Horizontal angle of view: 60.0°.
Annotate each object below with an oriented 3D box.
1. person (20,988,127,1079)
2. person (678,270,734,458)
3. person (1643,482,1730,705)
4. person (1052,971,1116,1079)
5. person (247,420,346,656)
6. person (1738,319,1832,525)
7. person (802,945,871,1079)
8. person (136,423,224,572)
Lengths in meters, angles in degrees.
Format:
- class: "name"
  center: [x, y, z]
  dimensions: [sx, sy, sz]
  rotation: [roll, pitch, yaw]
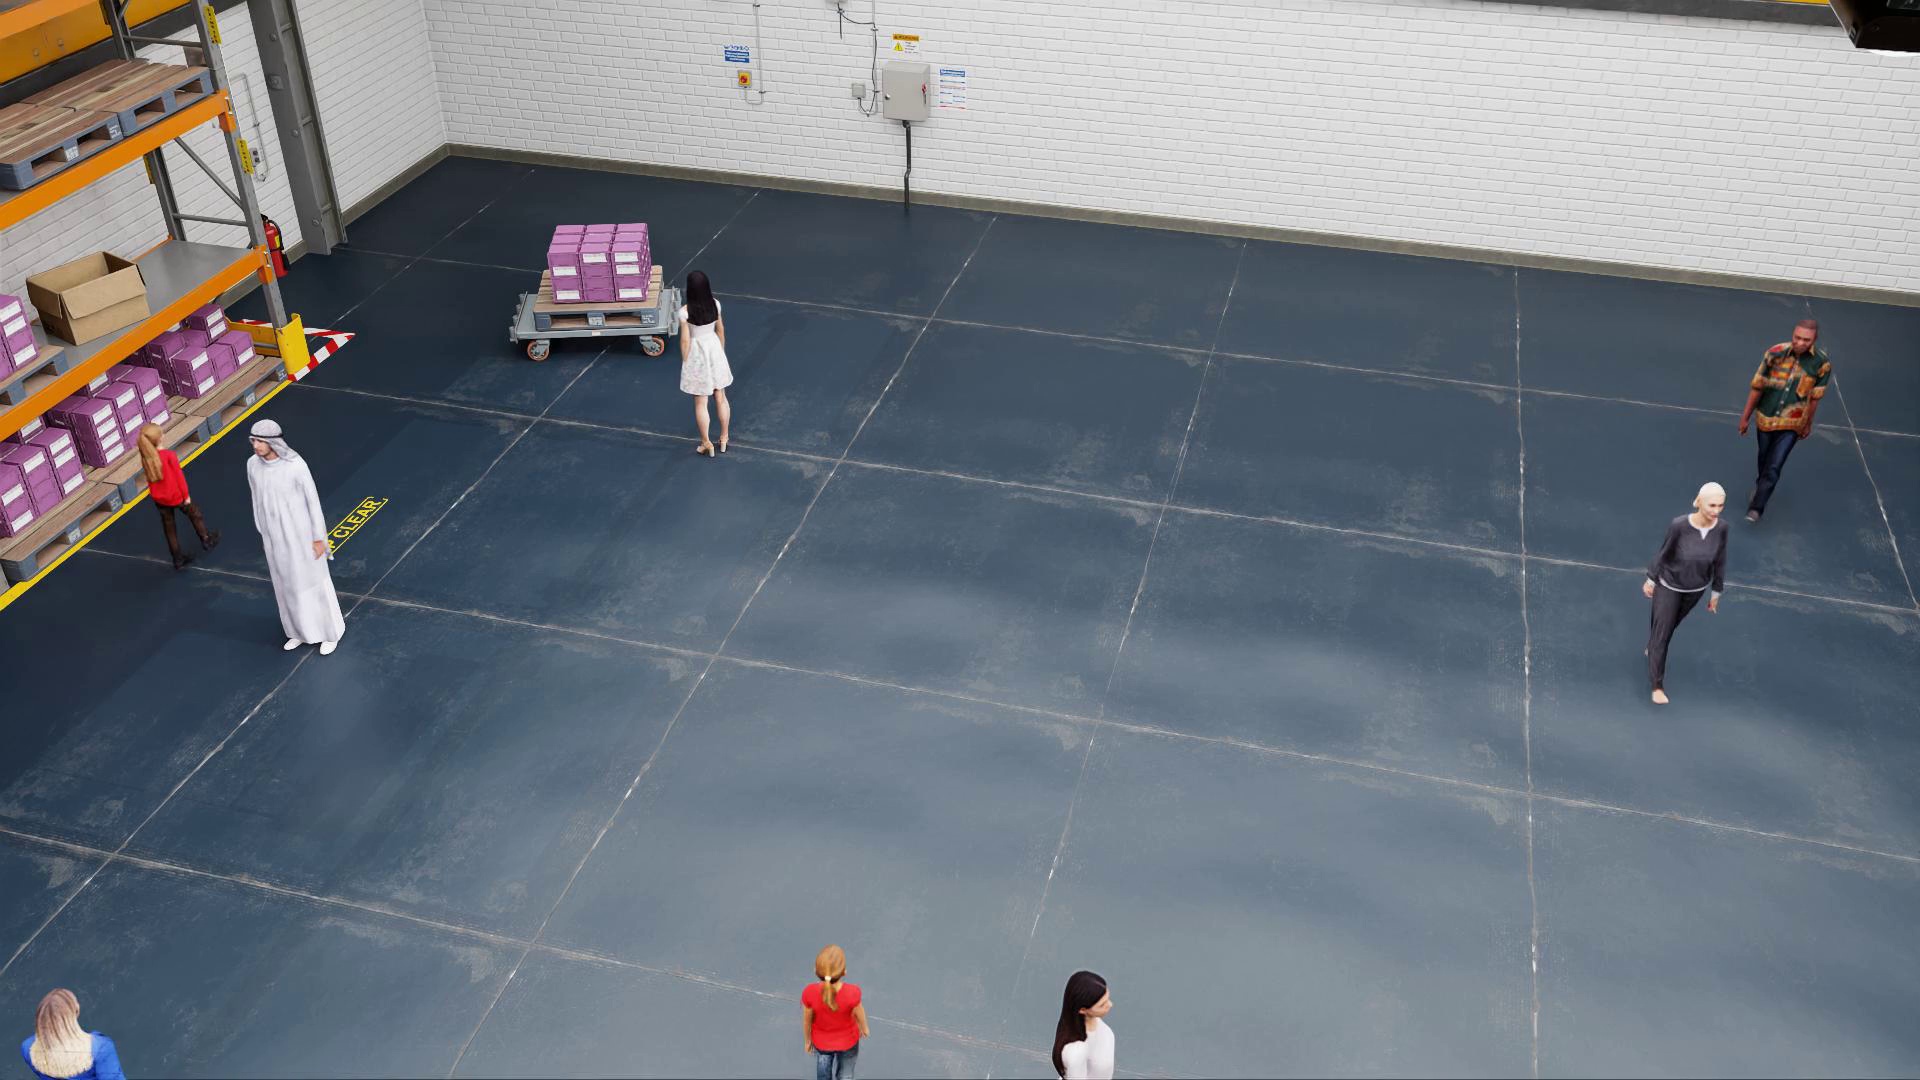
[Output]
- class: "person"
  center: [-4.239, 2.916, 8.078]
  dimensions: [0.910, 1.655, 1.204]
  rotation: [-4, 34, -6]
- class: "person"
  center: [-2.252, -1.562, 14.707]
  dimensions: [0.770, 1.775, 0.835]
  rotation: [-19, 38, -27]
- class: "person"
  center: [5.186, 0.271, 12.022]
  dimensions: [0.817, 1.694, 1.087]
  rotation: [0, 34, 0]
- class: "person"
  center: [0.581, 2.766, 8.166]
  dimensions: [0.684, 1.808, 0.488]
  rotation: [6, 34, 8]
- class: "person"
  center: [-4.928, -0.039, 12.278]
  dimensions: [0.684, 1.927, 0.633]
  rotation: [7, 34, 10]
- class: "person"
  center: [6.900, -1.051, 13.947]
  dimensions: [0.968, 1.765, 1.228]
  rotation: [22, 39, 29]
- class: "person"
  center: [-0.664, 2.677, 8.758]
  dimensions: [0.506, 1.300, 0.549]
  rotation: [4, 34, 6]
- class: "person"
  center: [-6.348, -0.323, 13.302]
  dimensions: [0.558, 1.267, 0.763]
  rotation: [5, 34, 7]
